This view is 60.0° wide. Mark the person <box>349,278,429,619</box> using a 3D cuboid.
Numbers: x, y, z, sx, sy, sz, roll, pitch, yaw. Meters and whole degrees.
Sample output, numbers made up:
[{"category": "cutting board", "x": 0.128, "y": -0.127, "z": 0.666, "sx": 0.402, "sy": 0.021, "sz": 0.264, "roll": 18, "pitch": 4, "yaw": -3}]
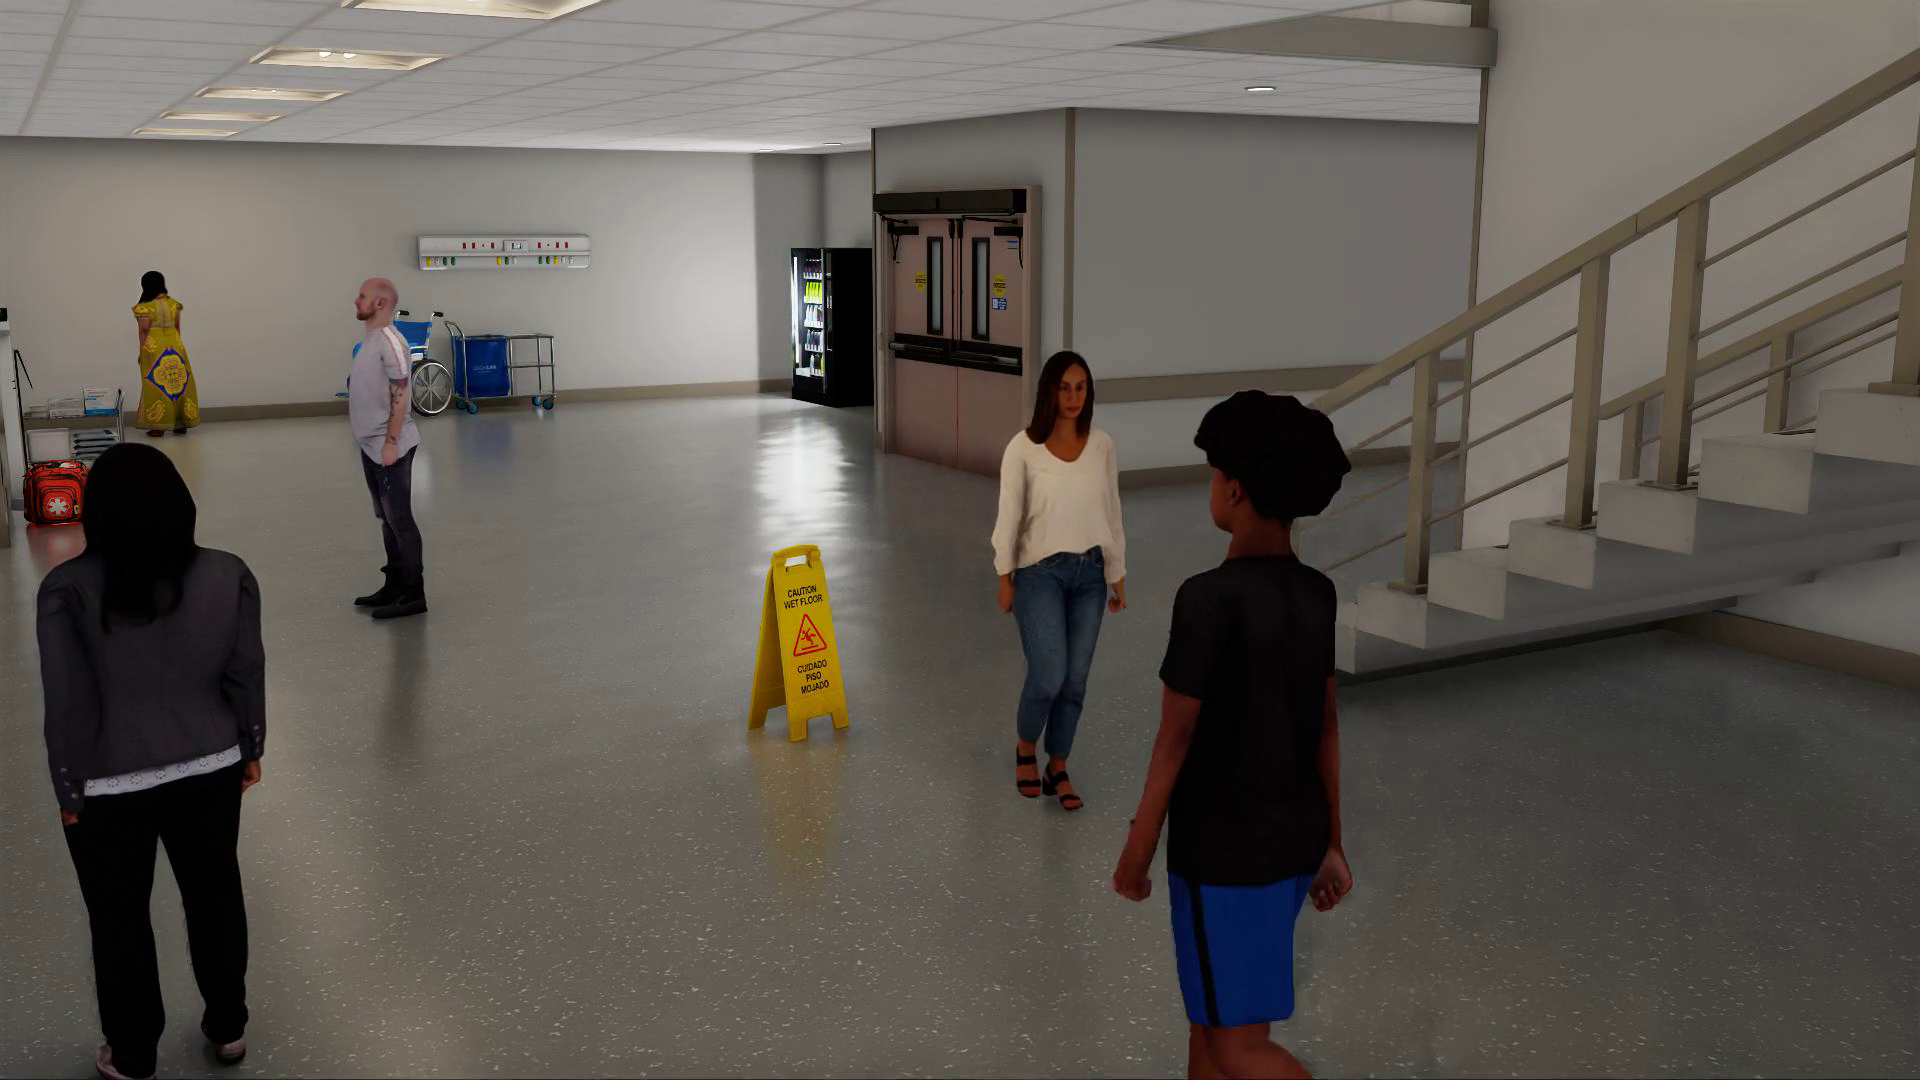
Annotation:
[{"category": "person", "x": -3.125, "y": -0.515, "z": 9.100, "sx": 0.712, "sy": 1.832, "sz": 0.510, "roll": -6, "pitch": 13, "yaw": -31}]

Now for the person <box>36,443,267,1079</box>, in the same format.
[{"category": "person", "x": -1.984, "y": 0.555, "z": 4.094, "sx": 0.734, "sy": 1.596, "sz": 0.732, "roll": -10, "pitch": 15, "yaw": -42}]

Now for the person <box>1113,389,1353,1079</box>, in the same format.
[{"category": "person", "x": 0.622, "y": 0.620, "z": 3.267, "sx": 0.772, "sy": 1.776, "sz": 1.143, "roll": -10, "pitch": 15, "yaw": -42}]

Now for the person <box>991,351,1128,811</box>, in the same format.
[{"category": "person", "x": 0.336, "y": 0.140, "z": 6.087, "sx": 0.658, "sy": 1.669, "sz": 0.639, "roll": -4, "pitch": 11, "yaw": -21}]

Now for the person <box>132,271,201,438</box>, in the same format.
[{"category": "person", "x": -8.079, "y": -1.893, "z": 16.821, "sx": 1.011, "sy": 1.660, "sz": 0.999, "roll": 6, "pitch": 12, "yaw": 27}]
